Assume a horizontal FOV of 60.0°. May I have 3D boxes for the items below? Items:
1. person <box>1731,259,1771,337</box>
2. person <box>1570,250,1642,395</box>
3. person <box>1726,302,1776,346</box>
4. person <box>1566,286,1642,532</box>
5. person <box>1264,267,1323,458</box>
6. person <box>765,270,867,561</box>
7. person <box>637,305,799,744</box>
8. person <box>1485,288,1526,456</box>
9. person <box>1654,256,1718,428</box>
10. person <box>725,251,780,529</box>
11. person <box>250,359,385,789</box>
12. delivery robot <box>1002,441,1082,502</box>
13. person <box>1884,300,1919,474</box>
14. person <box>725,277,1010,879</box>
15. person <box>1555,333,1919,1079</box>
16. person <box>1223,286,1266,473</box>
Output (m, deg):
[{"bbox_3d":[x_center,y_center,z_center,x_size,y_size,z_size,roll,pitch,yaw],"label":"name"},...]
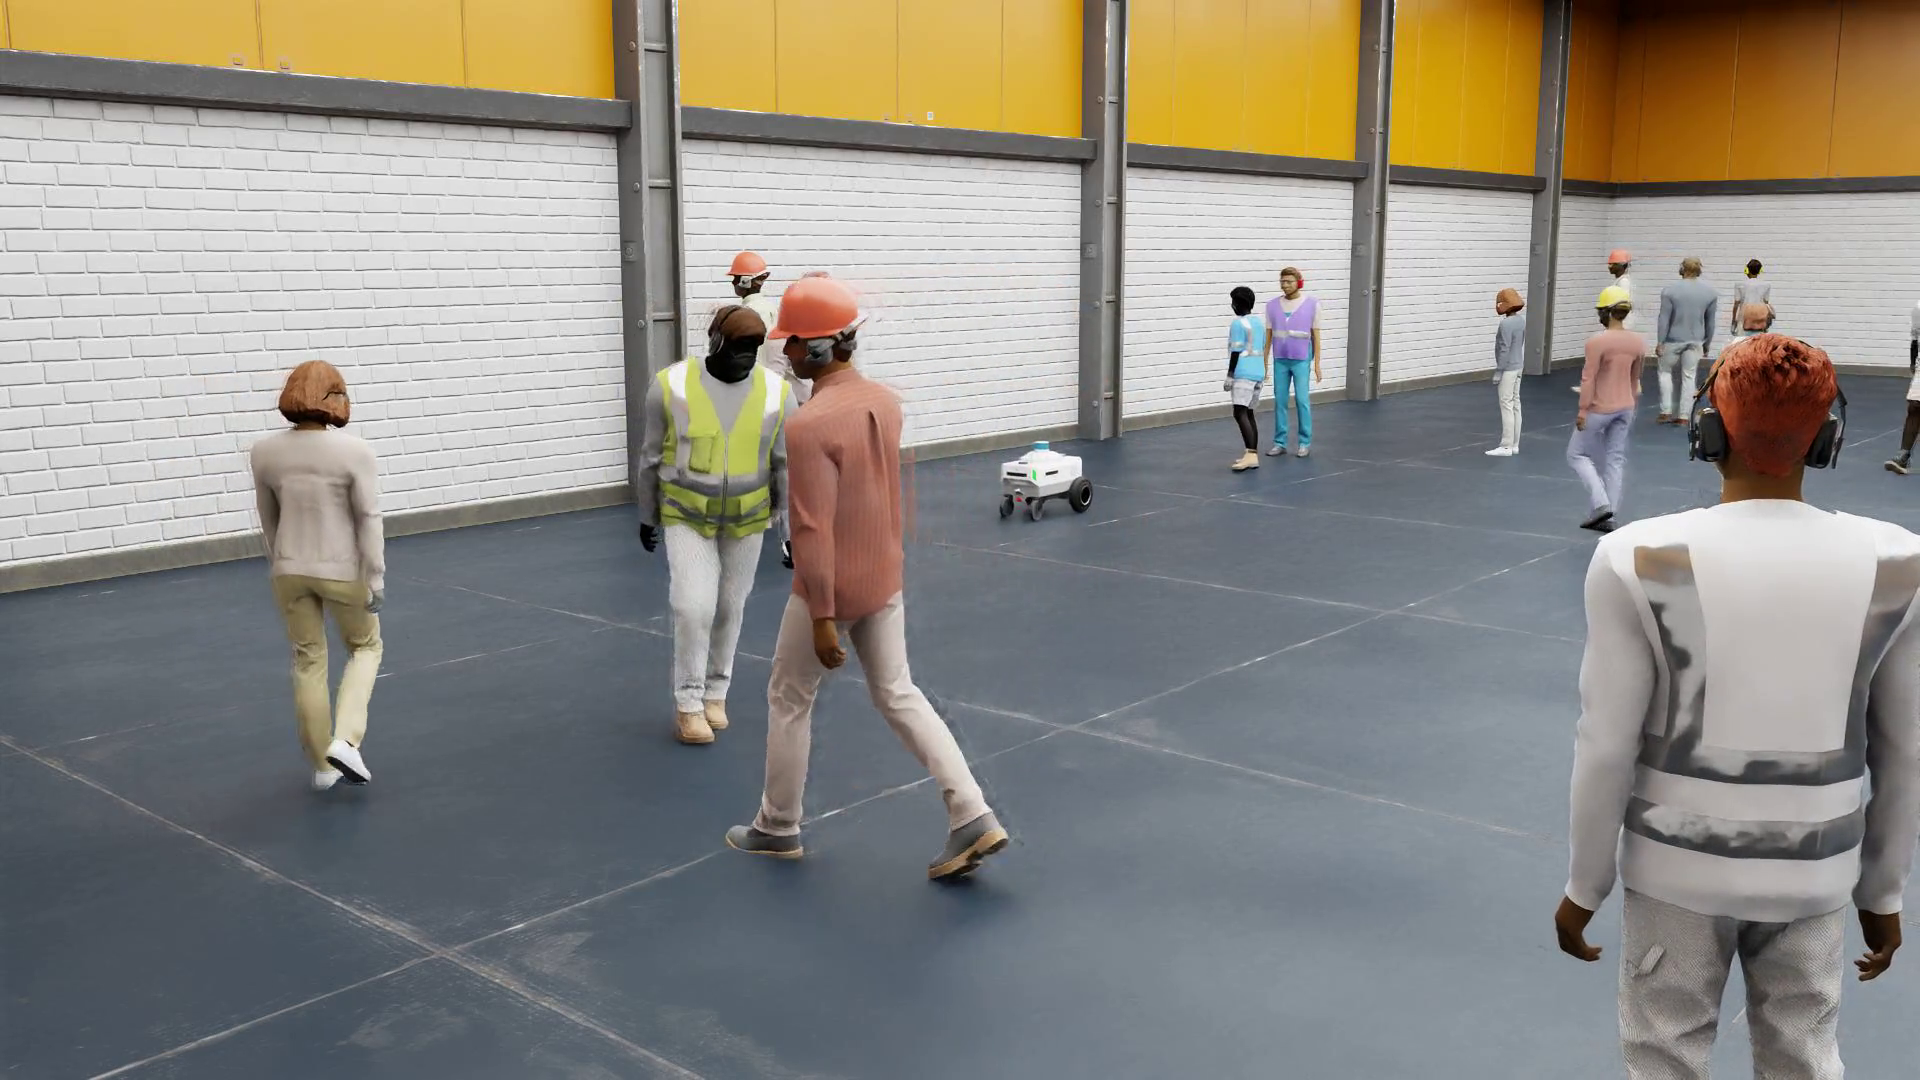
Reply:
[{"bbox_3d":[11.507,-3.143,24.207,0.510,1.857,0.312,2,10,12],"label":"person"},{"bbox_3d":[8.970,-2.969,22.840,0.956,1.995,0.631,3,10,18],"label":"person"},{"bbox_3d":[5.931,-0.960,12.421,0.368,1.619,0.531,-5,11,-25],"label":"person"},{"bbox_3d":[4.582,-0.921,11.820,0.557,1.751,0.363,-4,11,-24],"label":"person"},{"bbox_3d":[3.241,-1.725,16.158,0.592,1.845,0.395,6,12,32],"label":"person"},{"bbox_3d":[-0.891,-0.751,10.485,0.667,1.889,0.434,-7,12,-36],"label":"person"},{"bbox_3d":[-0.982,-0.066,6.860,0.652,1.794,0.617,-3,10,-18],"label":"person"},{"bbox_3d":[5.352,-1.638,16.264,0.279,1.633,0.499,8,13,37],"label":"person"},{"bbox_3d":[8.196,-2.245,18.873,0.662,1.926,0.571,0,10,3],"label":"person"},{"bbox_3d":[-1.496,-1.078,12.045,0.378,1.996,0.610,2,10,10],"label":"person"},{"bbox_3d":[-2.374,0.141,6.201,0.498,1.617,0.369,1,10,3],"label":"person"},{"bbox_3d":[0.622,-0.506,12.625,0.477,0.478,0.707,7,12,35],"label":"delivery robot"},{"bbox_3d":[8.658,-1.519,14.744,0.953,1.918,0.633,-8,13,-38],"label":"person"},{"bbox_3d":[-0.302,0.137,5.317,1.004,1.949,0.608,6,12,32],"label":"person"},{"bbox_3d":[1.340,0.588,2.878,0.584,1.882,0.337,1,10,5],"label":"person"},{"bbox_3d":[2.624,-1.456,15.136,0.473,1.670,0.731,6,12,32],"label":"person"}]
